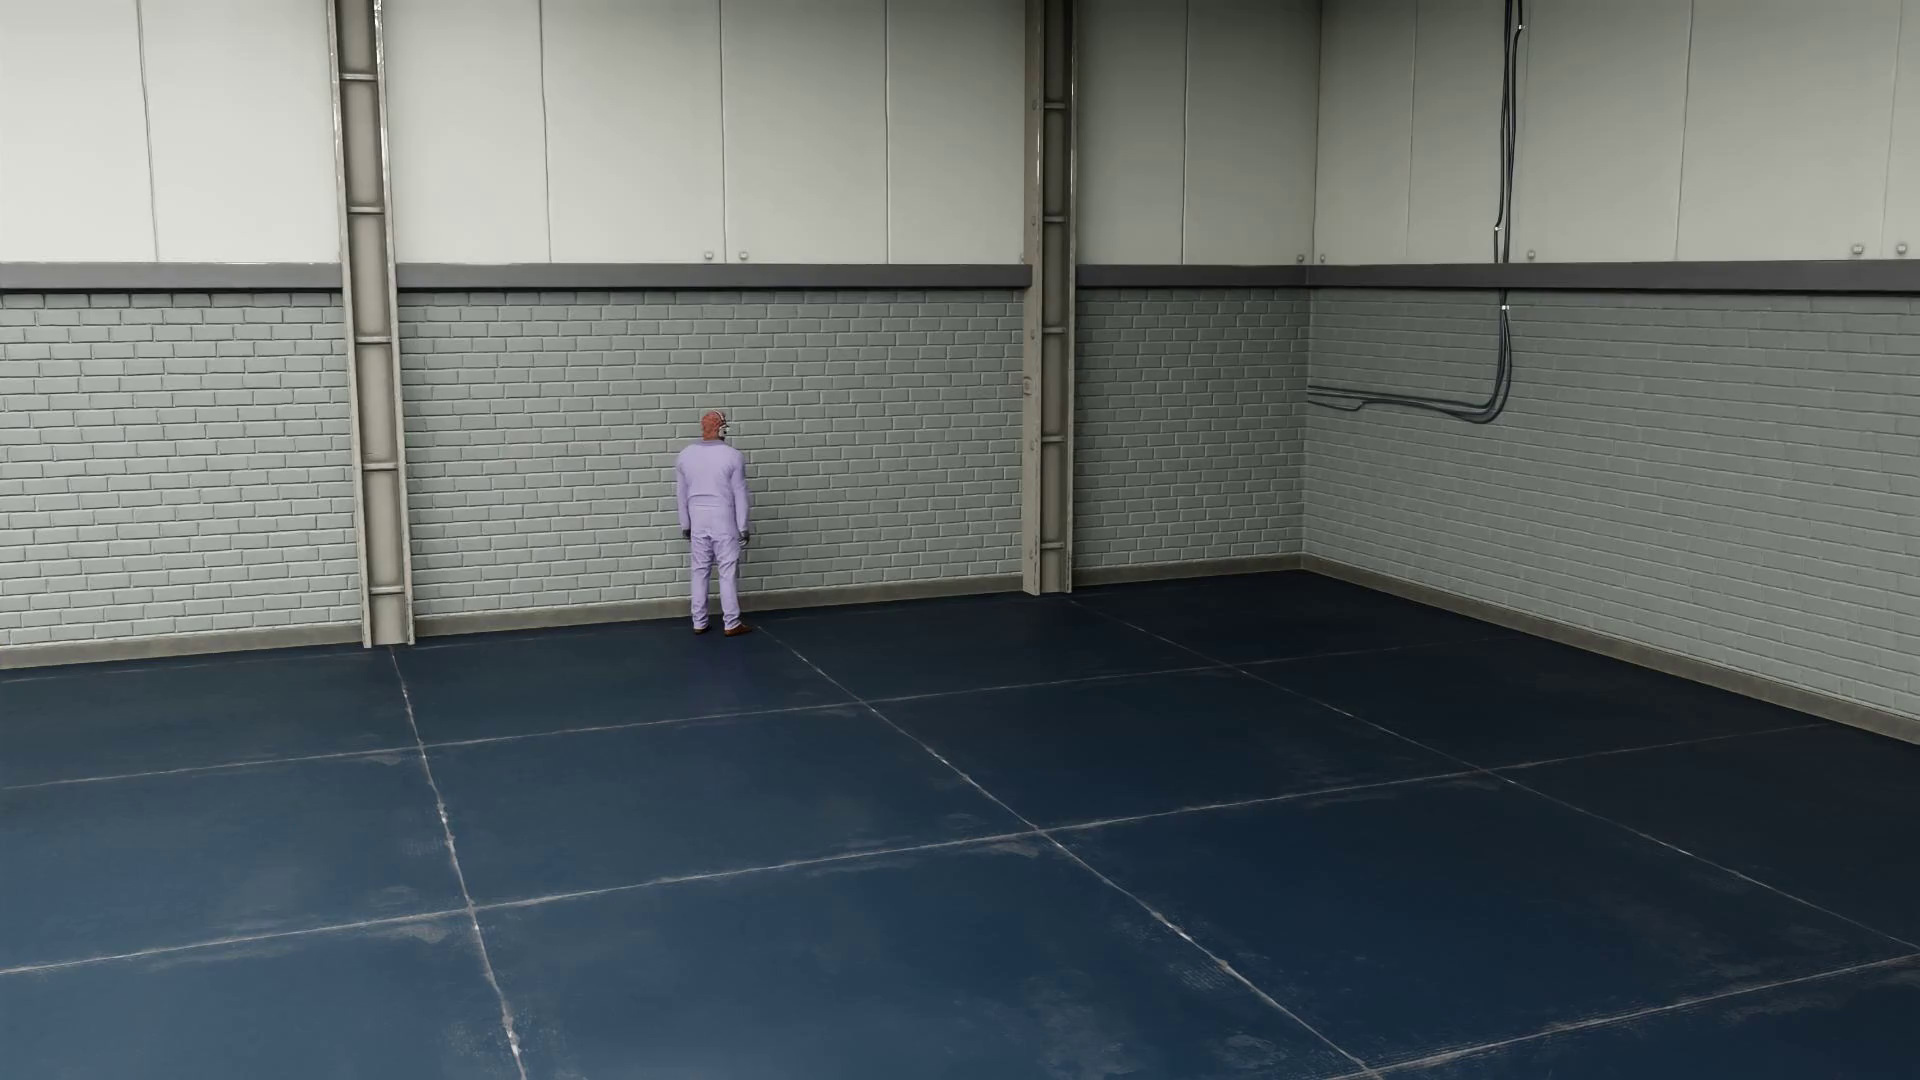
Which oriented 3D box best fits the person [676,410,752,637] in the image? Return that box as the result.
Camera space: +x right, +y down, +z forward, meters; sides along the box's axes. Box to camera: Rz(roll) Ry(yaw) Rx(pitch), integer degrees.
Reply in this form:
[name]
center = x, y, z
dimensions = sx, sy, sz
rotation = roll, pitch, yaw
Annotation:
[person]
center = -2.051, -0.139, 14.009
dimensions = 0.644, 1.907, 0.400
rotation = 3, 10, 20
